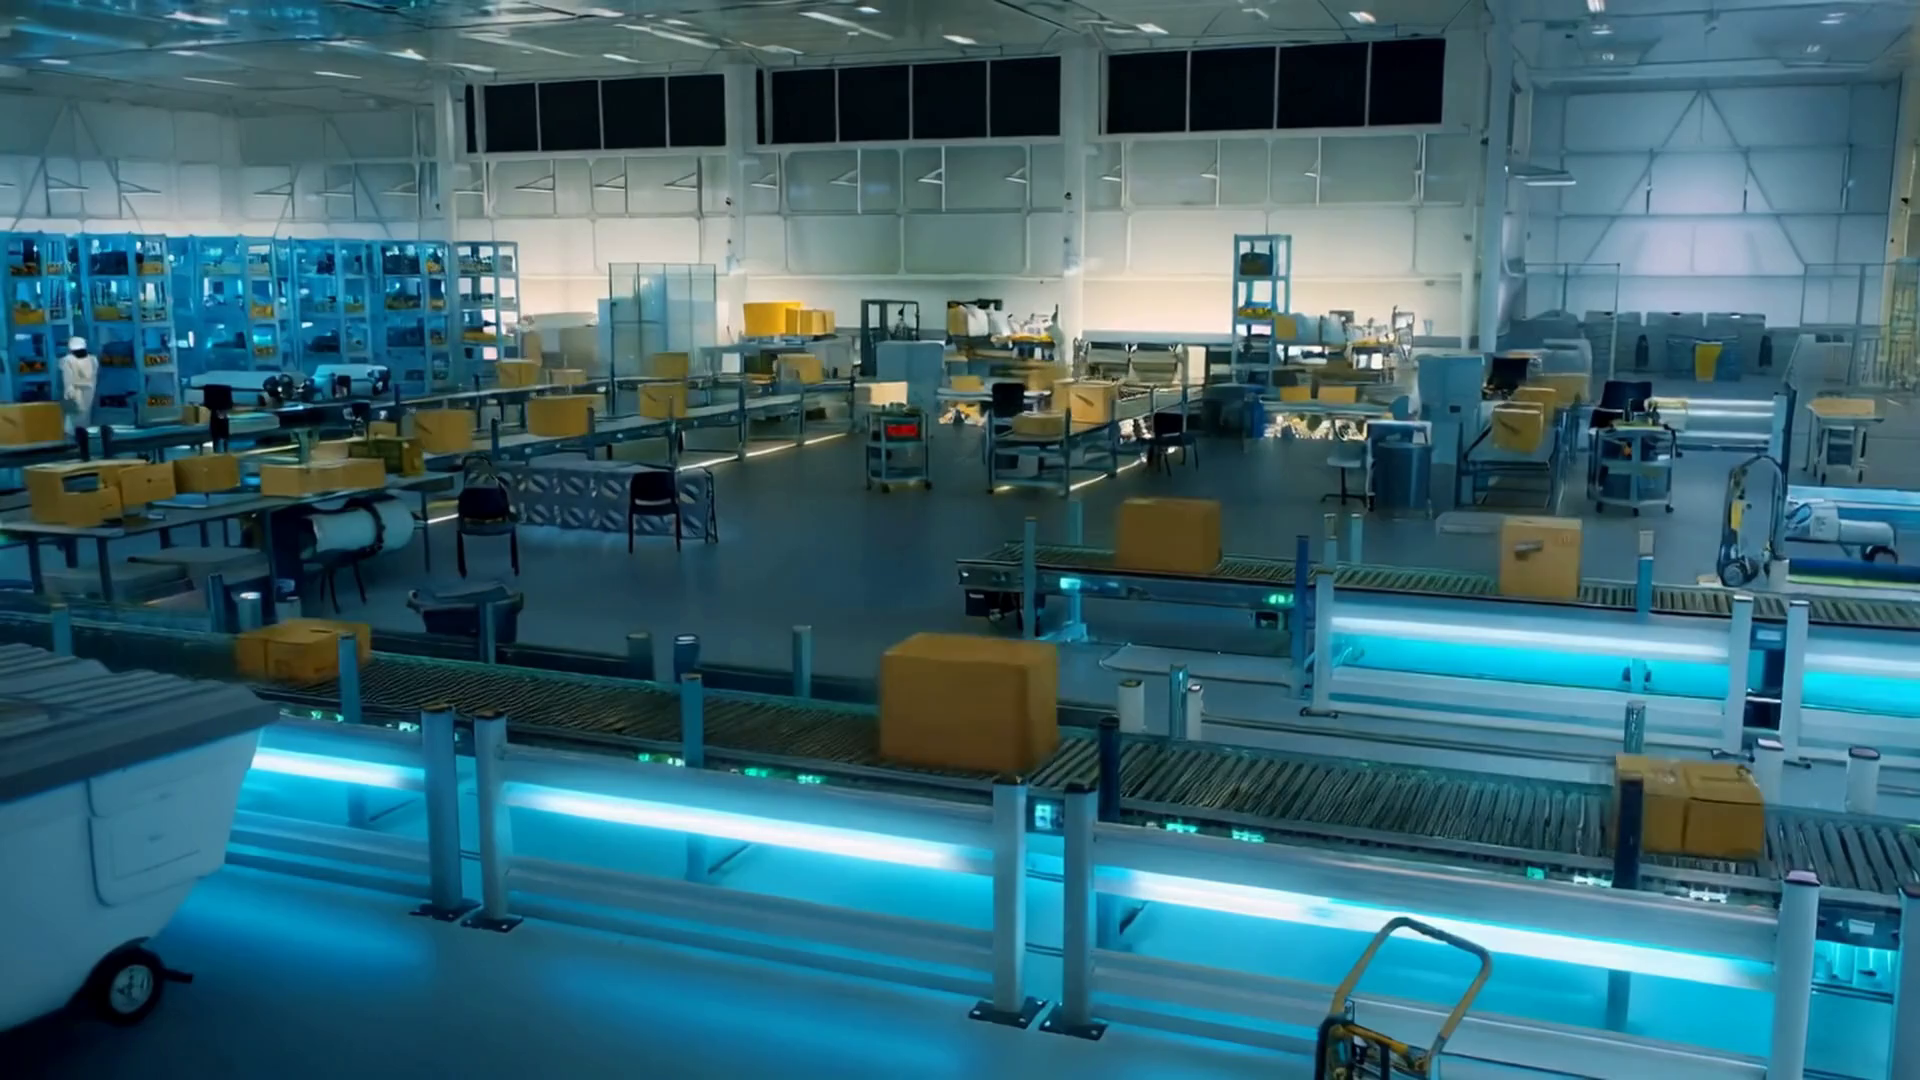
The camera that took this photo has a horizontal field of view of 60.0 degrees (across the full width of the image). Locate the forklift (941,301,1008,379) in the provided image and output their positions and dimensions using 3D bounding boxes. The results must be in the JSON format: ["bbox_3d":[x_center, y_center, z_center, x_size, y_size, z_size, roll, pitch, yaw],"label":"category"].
[{"bbox_3d":[0.365,-4.966,41.571,1.157,1.987,2.680,3,10,20],"label":"forklift"}]

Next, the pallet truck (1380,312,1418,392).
[{"bbox_3d":[10.207,-4.283,38.369,0.823,1.965,1.885,3,10,20],"label":"pallet truck"}]

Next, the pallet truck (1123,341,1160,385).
[{"bbox_3d":[4.445,-4.380,41.279,0.680,1.201,1.601,4,10,22],"label":"pallet truck"}]

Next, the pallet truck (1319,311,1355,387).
[{"bbox_3d":[9.071,-4.419,39.190,0.823,1.965,1.885,5,10,26],"label":"pallet truck"}]

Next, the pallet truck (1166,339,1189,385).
[{"bbox_3d":[5.418,-4.269,40.420,0.704,1.261,1.522,3,10,20],"label":"pallet truck"}]

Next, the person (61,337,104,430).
[{"bbox_3d":[-15.381,-2.656,29.123,0.899,1.799,0.584,6,11,31],"label":"person"}]

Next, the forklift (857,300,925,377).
[{"bbox_3d":[-1.732,-5.109,42.468,1.157,1.987,2.680,4,10,22],"label":"forklift"}]

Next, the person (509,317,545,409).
[{"bbox_3d":[-9.137,-3.763,35.386,0.627,1.939,1.031,6,11,34],"label":"person"}]

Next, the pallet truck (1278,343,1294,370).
[{"bbox_3d":[7.886,-4.163,39.743,0.653,1.274,1.630,4,10,22],"label":"pallet truck"}]
